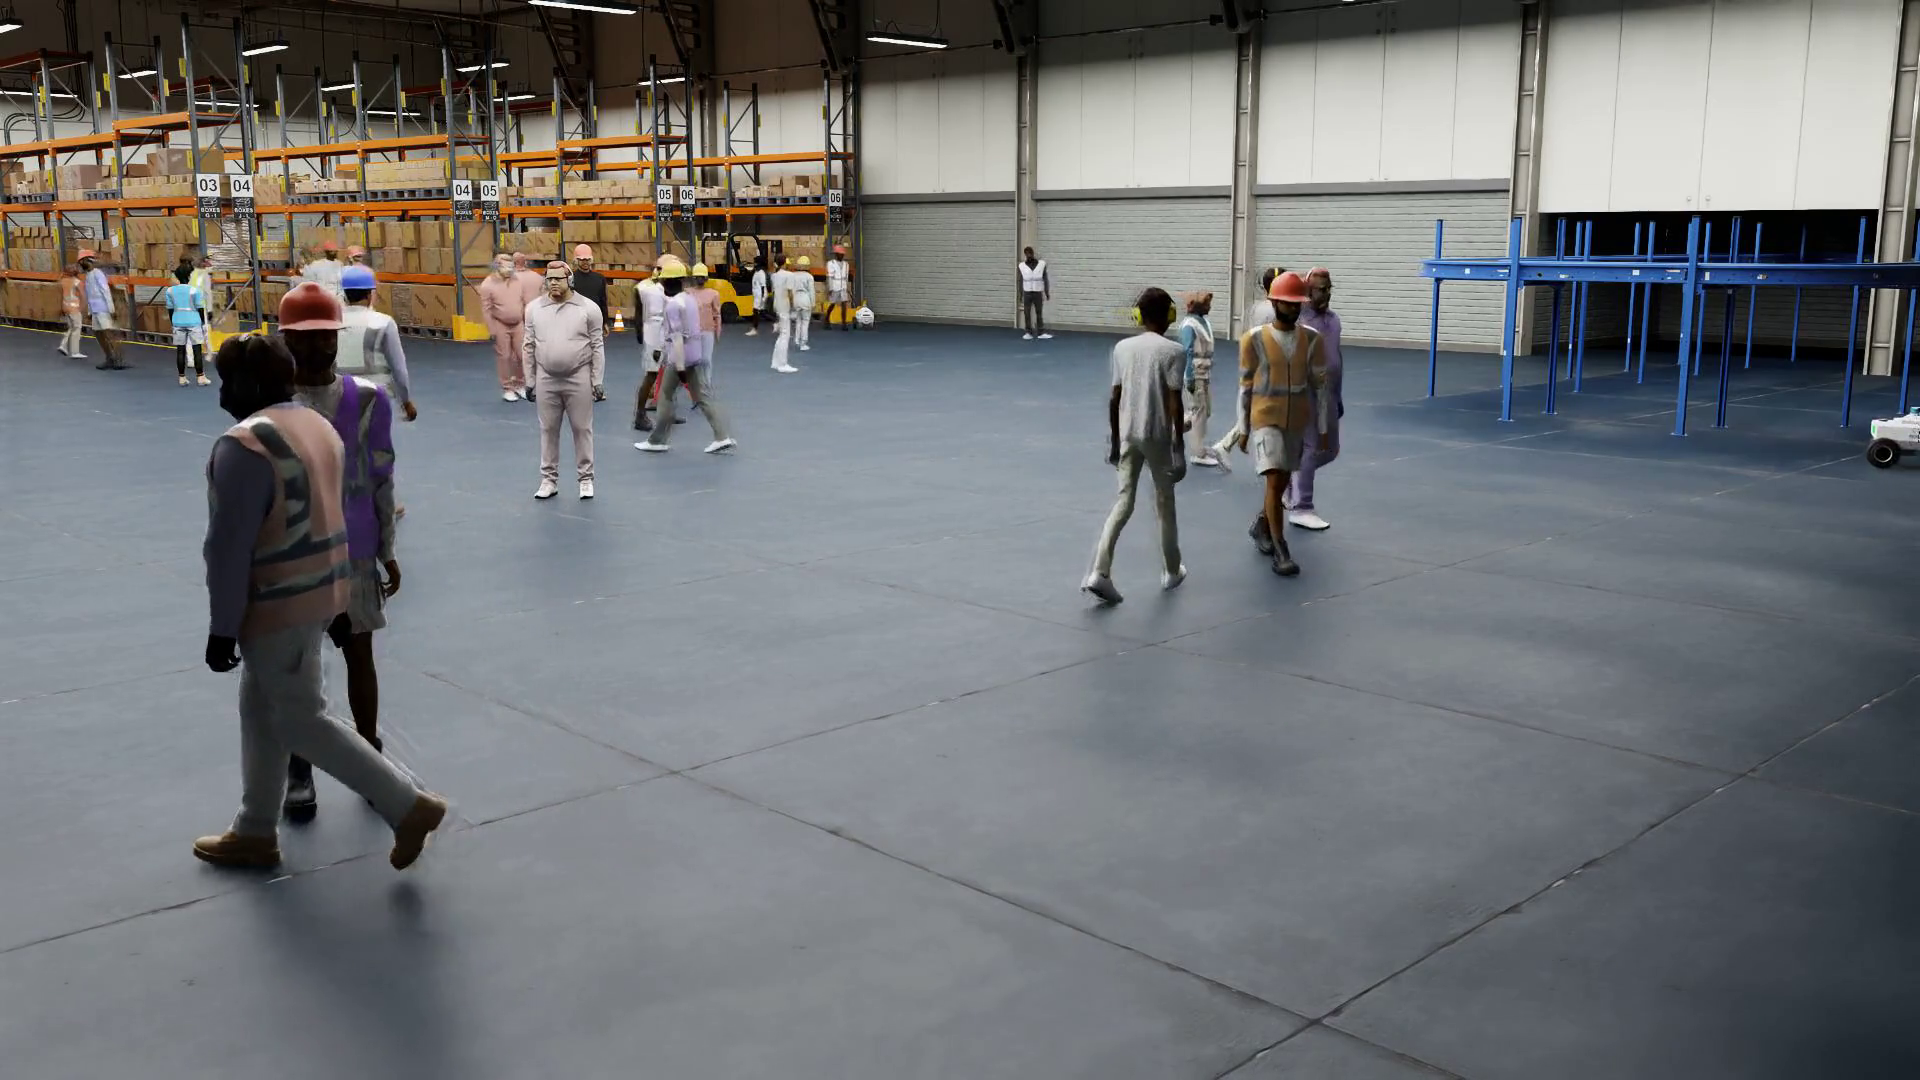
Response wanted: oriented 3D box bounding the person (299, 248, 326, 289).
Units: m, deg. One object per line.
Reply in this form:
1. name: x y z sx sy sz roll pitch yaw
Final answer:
1. person: -11.875 -4.402 30.480 0.726 1.862 0.997 8 13 36

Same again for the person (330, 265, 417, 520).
1. person: -4.292 -1.012 11.937 0.606 1.907 0.986 3 11 18

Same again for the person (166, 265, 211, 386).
1. person: -10.902 -3.029 23.483 0.533 1.697 0.318 0 10 0

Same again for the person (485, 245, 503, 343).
1. person: -9.075 -4.805 32.563 0.678 1.914 0.650 4 11 23

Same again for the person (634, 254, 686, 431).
1. person: -3.296 -2.172 18.257 0.641 1.893 0.640 0 10 -1

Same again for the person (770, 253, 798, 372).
1. person: -2.779 -3.553 26.001 0.369 1.837 0.562 -7 13 -34

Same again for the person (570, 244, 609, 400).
1. person: -4.798 -2.783 21.330 0.622 1.992 0.395 -6 12 -30

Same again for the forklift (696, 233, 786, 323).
1. forklift: -5.496 -6.489 41.108 2.313 2.155 1.214 -10 14 -44

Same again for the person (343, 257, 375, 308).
1. person: -11.399 -4.555 31.450 0.583 1.844 0.968 -7 12 -32

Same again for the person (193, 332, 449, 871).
1. person: -2.149 0.223 5.464 0.870 1.809 0.611 0 10 1

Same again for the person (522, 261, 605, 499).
1. person: -3.193 -1.281 13.381 0.652 1.906 0.405 0 10 -1

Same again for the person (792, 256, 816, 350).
1. person: -2.899 -4.391 30.831 0.506 1.722 0.431 4 11 22

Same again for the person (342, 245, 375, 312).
1. person: -10.005 -3.947 27.800 1.021 1.947 0.637 7 13 35

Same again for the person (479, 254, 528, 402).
1. person: -5.750 -2.690 21.157 0.675 1.869 0.536 -9 14 -40

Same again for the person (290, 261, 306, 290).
1. person: -12.555 -4.530 31.890 0.511 1.617 0.426 -4 11 -19

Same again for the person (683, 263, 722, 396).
1. person: -3.332 -2.676 21.374 0.543 1.754 0.381 -2 11 -9

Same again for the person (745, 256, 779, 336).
1. person: -4.163 -5.142 35.030 0.710 1.676 0.537 -3 11 -16

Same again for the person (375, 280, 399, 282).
1. person: -13.791 -6.136 40.085 0.588 1.823 0.403 -9 14 -42

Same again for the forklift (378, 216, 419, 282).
1. forklift: -17.868 -9.201 54.028 1.873 2.768 1.129 -10 14 -44

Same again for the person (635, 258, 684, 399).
1. person: -3.791 -2.645 21.057 0.640 1.823 0.640 0 10 -1

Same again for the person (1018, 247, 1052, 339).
1. person: 1.565 -5.087 34.255 0.754 1.876 0.433 -1 10 -6

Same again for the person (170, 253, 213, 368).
1. person: -12.343 -3.694 26.739 0.644 1.832 0.509 -2 11 -10

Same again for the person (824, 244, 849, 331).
1. person: -2.755 -5.650 37.217 0.562 1.915 0.849 -6 12 -31

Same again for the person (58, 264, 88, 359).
1. person: -15.241 -3.936 28.631 0.522 1.623 0.395 6 12 31

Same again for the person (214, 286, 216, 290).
1. person: -20.744 -7.322 46.387 0.622 1.884 0.641 -2 11 -13

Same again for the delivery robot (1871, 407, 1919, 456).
1. delivery robot: 8.773 -0.979 15.283 0.707 0.478 0.477 6 12 29

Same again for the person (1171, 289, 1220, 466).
1. person: 2.142 -1.503 15.360 0.538 1.620 0.527 5 12 26

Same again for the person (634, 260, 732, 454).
1. person: -2.690 -1.777 16.186 1.010 1.881 0.583 3 11 18

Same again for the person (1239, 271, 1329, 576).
1. person: 2.058 -0.784 10.737 0.564 1.896 0.995 -2 11 -10

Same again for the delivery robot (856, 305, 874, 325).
1. delivery robot: -2.159 -5.079 37.637 0.477 0.478 0.707 -2 10 -10

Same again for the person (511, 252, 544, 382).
1. person: -6.260 -3.208 23.990 0.639 1.875 0.872 -7 12 -33

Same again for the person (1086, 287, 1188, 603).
1. person: 1.083 -0.560 9.738 0.579 1.819 0.987 6 12 32

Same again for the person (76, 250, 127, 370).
1. person: -13.489 -3.605 26.114 0.678 1.886 0.490 9 14 41

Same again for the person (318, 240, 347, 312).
1. person: -11.719 -4.576 31.018 0.535 2.026 0.622 5 12 27

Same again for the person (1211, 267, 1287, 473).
1. person: 2.689 -1.491 14.725 0.833 1.842 0.518 -1 10 -7

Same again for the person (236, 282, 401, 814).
1. person: -2.338 0.031 6.127 0.545 1.942 0.353 -6 12 -28

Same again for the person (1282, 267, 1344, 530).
1. person: 2.503 -1.041 12.114 0.660 1.885 0.571 -9 14 -42

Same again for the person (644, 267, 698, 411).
1. person: -3.485 -2.423 20.061 0.770 1.742 0.526 1 10 6
